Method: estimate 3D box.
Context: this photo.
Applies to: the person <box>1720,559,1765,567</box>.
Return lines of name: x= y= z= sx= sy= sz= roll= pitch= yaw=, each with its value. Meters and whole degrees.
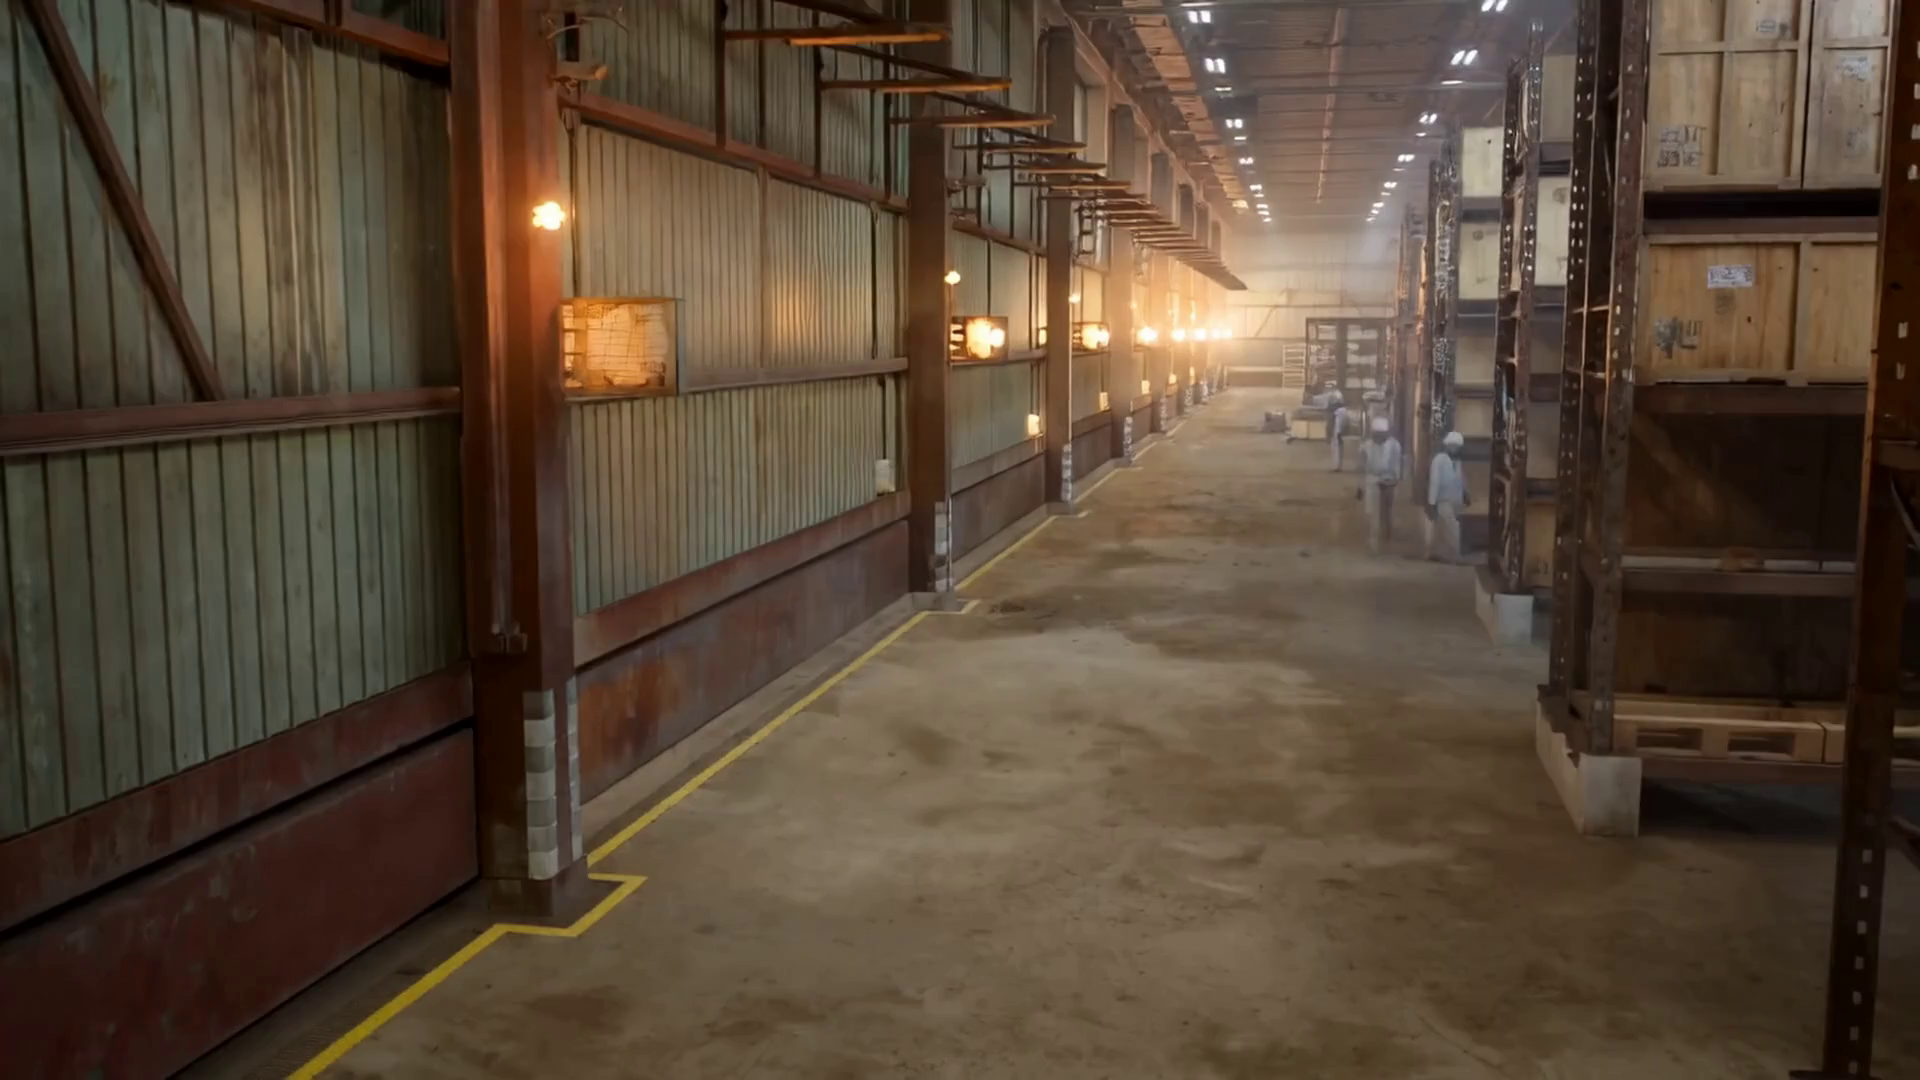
person: x=6.581 y=0.533 z=14.045 sx=0.514 sy=1.642 sz=0.307 roll=-4 pitch=8 yaw=-28

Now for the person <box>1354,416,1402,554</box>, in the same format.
person: x=5.833 y=-0.759 z=23.201 sx=0.628 sy=1.932 sz=0.460 roll=3 pitch=8 yaw=22

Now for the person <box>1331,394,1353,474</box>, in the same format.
person: x=8.359 y=-2.324 z=36.506 sx=0.560 sy=1.742 sz=0.341 roll=-6 pitch=9 yaw=-38

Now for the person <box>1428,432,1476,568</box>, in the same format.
person: x=6.559 y=-0.530 z=22.015 sx=0.866 sy=1.781 sz=0.581 roll=7 pitch=10 yaw=44

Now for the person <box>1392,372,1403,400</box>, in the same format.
person: x=14.473 y=-4.641 z=54.799 sx=0.427 sy=1.815 sz=0.597 roll=-1 pitch=7 yaw=-4
